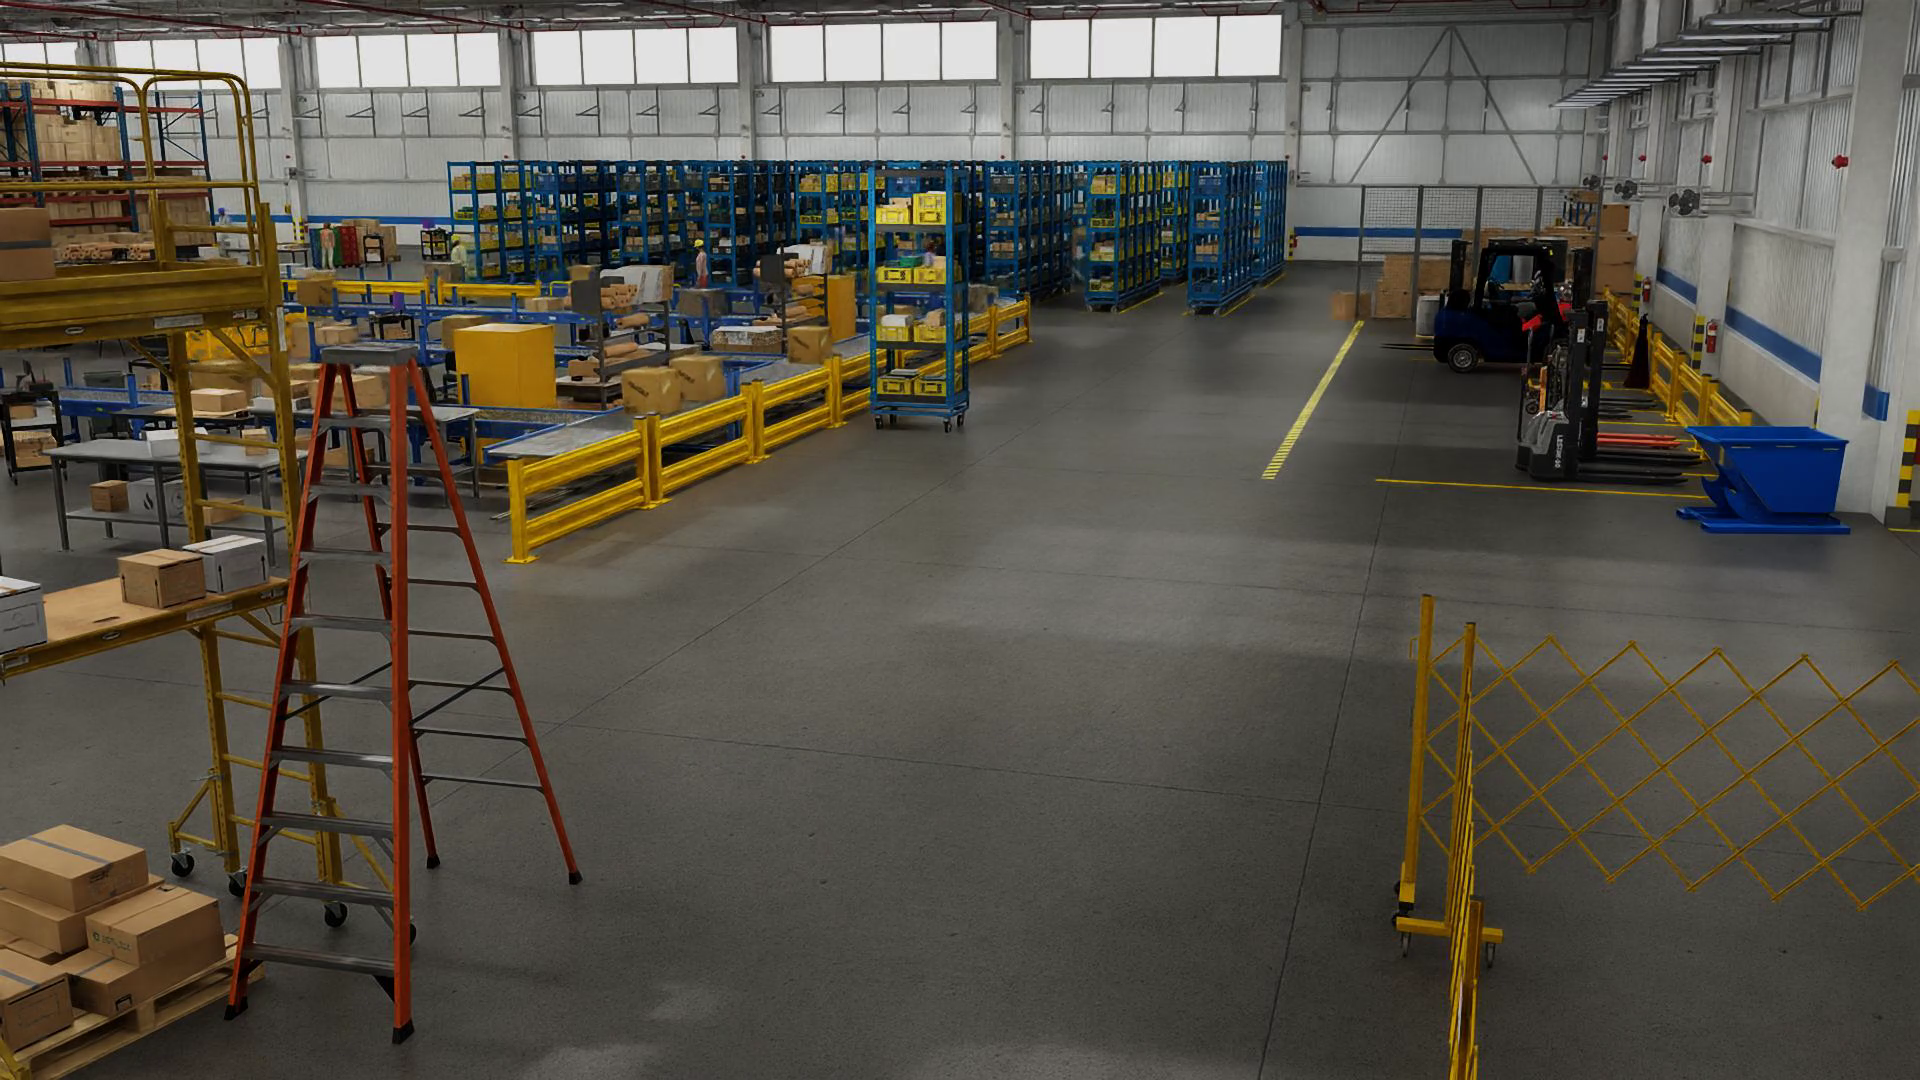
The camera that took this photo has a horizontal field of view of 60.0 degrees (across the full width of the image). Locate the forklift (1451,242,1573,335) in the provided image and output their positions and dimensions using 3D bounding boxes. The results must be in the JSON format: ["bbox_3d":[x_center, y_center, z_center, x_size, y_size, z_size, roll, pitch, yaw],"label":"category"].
[{"bbox_3d":[10.464,-4.597,31.405,2.680,1.987,1.157,4,14,16],"label":"forklift"}]

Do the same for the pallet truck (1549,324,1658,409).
[{"bbox_3d":[9.824,-2.669,25.407,1.601,1.201,0.680,4,14,16],"label":"pallet truck"}]

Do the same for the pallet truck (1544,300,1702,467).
[{"bbox_3d":[8.263,-1.952,20.631,1.885,1.965,0.823,5,14,20],"label":"pallet truck"}]

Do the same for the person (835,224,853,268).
[{"bbox_3d":[-3.532,-8.652,49.610,0.642,1.984,0.821,-3,13,-14],"label":"person"}]

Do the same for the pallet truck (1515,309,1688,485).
[{"bbox_3d":[7.554,-1.677,19.446,1.885,1.965,0.823,3,13,14],"label":"pallet truck"}]

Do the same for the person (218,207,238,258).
[{"bbox_3d":[-27.210,-11.398,61.718,0.616,1.889,1.076,6,14,23],"label":"person"}]

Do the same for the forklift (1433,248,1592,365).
[{"bbox_3d":[9.780,-4.111,29.280,2.680,1.987,1.157,3,13,14],"label":"forklift"}]

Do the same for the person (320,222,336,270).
[{"bbox_3d":[-20.703,-9.598,54.478,0.529,1.627,0.323,3,13,14],"label":"person"}]

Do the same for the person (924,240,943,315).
[{"bbox_3d":[-0.569,-6.057,38.728,0.690,1.820,0.607,6,14,24],"label":"person"}]

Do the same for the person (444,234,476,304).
[{"bbox_3d":[-12.874,-6.929,42.608,0.947,1.780,0.585,4,14,18],"label":"person"}]

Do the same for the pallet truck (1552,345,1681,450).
[{"bbox_3d":[8.641,-1.896,21.908,1.630,1.274,0.653,4,14,16],"label":"pallet truck"}]

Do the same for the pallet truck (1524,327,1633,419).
[{"bbox_3d":[9.065,-2.460,24.370,1.522,1.261,0.704,3,13,14],"label":"pallet truck"}]

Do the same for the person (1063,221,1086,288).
[{"bbox_3d":[3.221,-8.172,47.555,0.602,1.976,0.619,4,14,17],"label":"person"}]

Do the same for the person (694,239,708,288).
[{"bbox_3d":[-6.289,-6.421,40.459,0.321,1.761,0.522,1,13,4],"label":"person"}]
